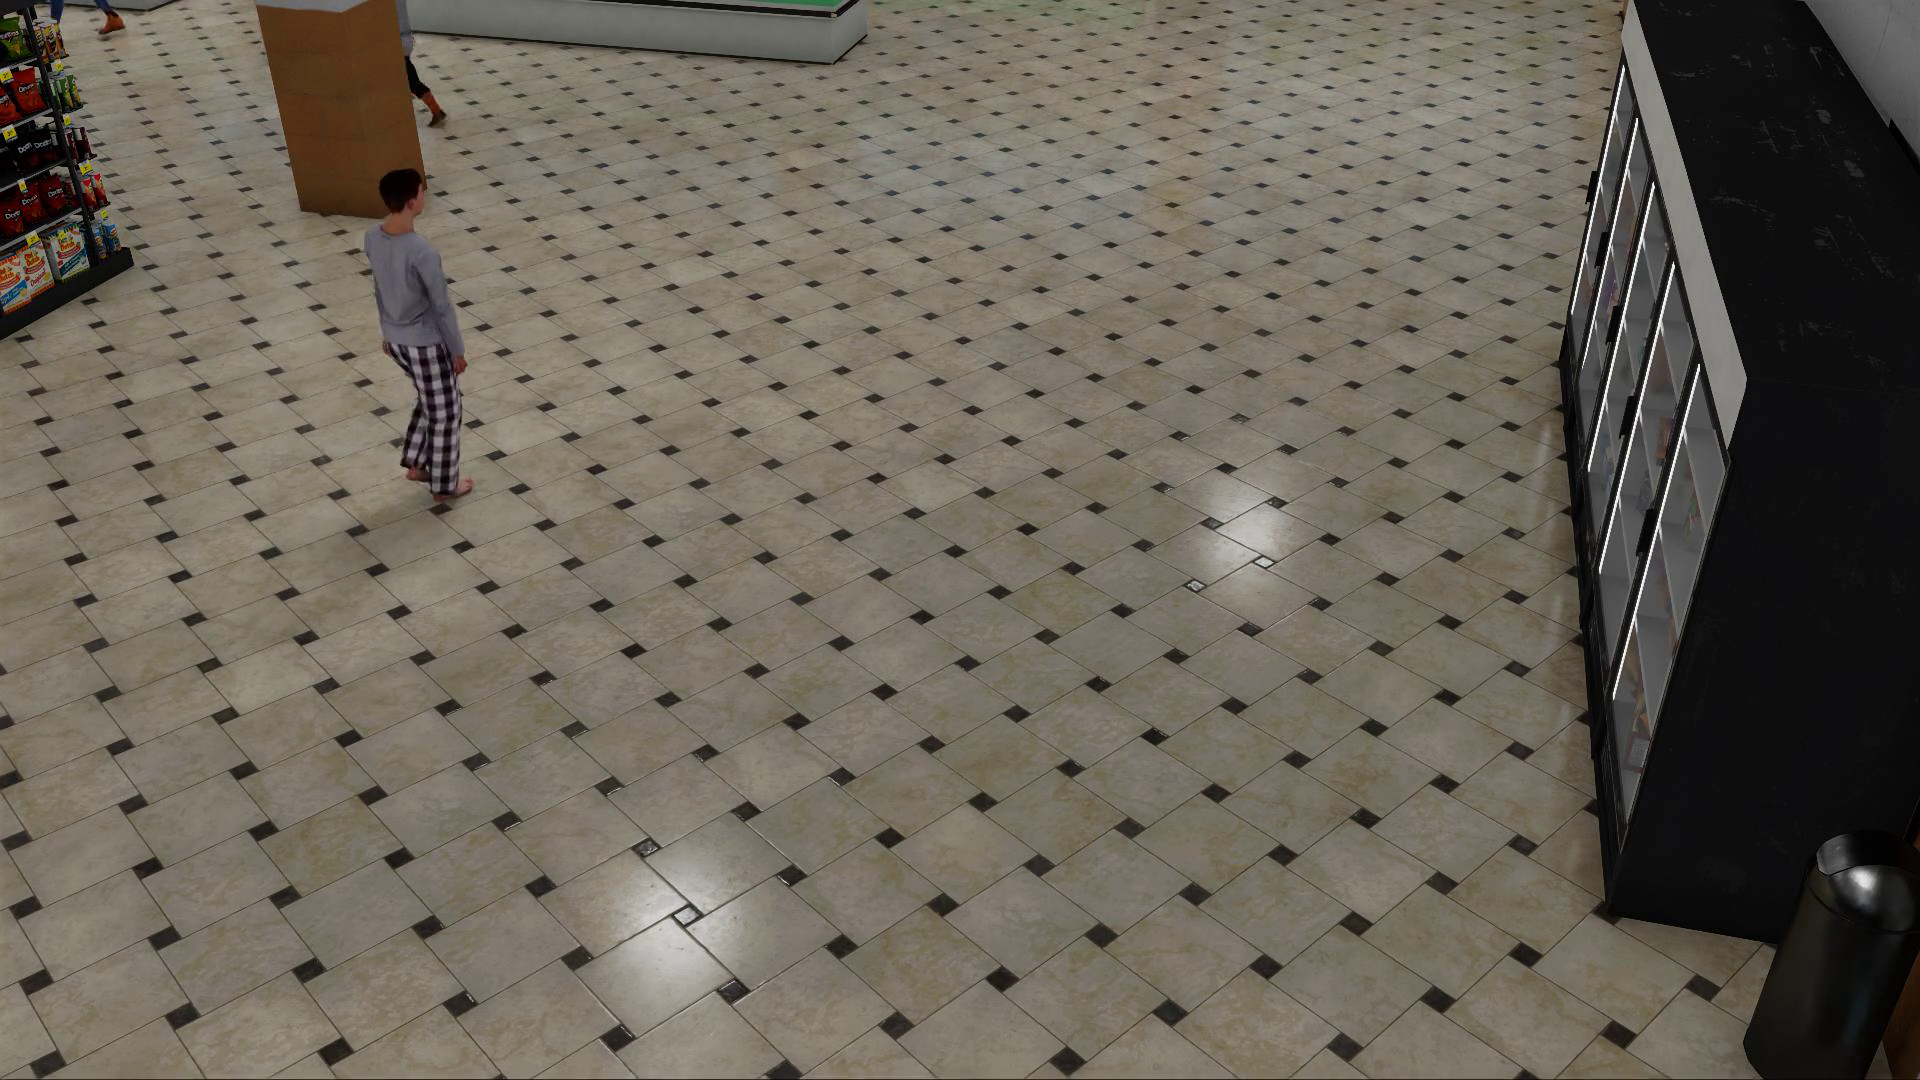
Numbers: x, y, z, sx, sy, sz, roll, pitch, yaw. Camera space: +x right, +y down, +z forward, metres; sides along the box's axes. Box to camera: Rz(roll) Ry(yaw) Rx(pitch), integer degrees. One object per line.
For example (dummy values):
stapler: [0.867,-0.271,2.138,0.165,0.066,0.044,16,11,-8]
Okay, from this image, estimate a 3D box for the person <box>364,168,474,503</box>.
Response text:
person: [-2.866,-0.996,8.621,0.717,1.837,0.806,18,36,26]

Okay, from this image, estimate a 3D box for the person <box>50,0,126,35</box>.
person: [-8.809,-5.810,16.525,1.082,1.662,1.171,-27,41,-36]

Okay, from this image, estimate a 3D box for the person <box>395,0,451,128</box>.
person: [-4.782,-4.283,14.292,0.990,1.427,0.605,10,33,15]
